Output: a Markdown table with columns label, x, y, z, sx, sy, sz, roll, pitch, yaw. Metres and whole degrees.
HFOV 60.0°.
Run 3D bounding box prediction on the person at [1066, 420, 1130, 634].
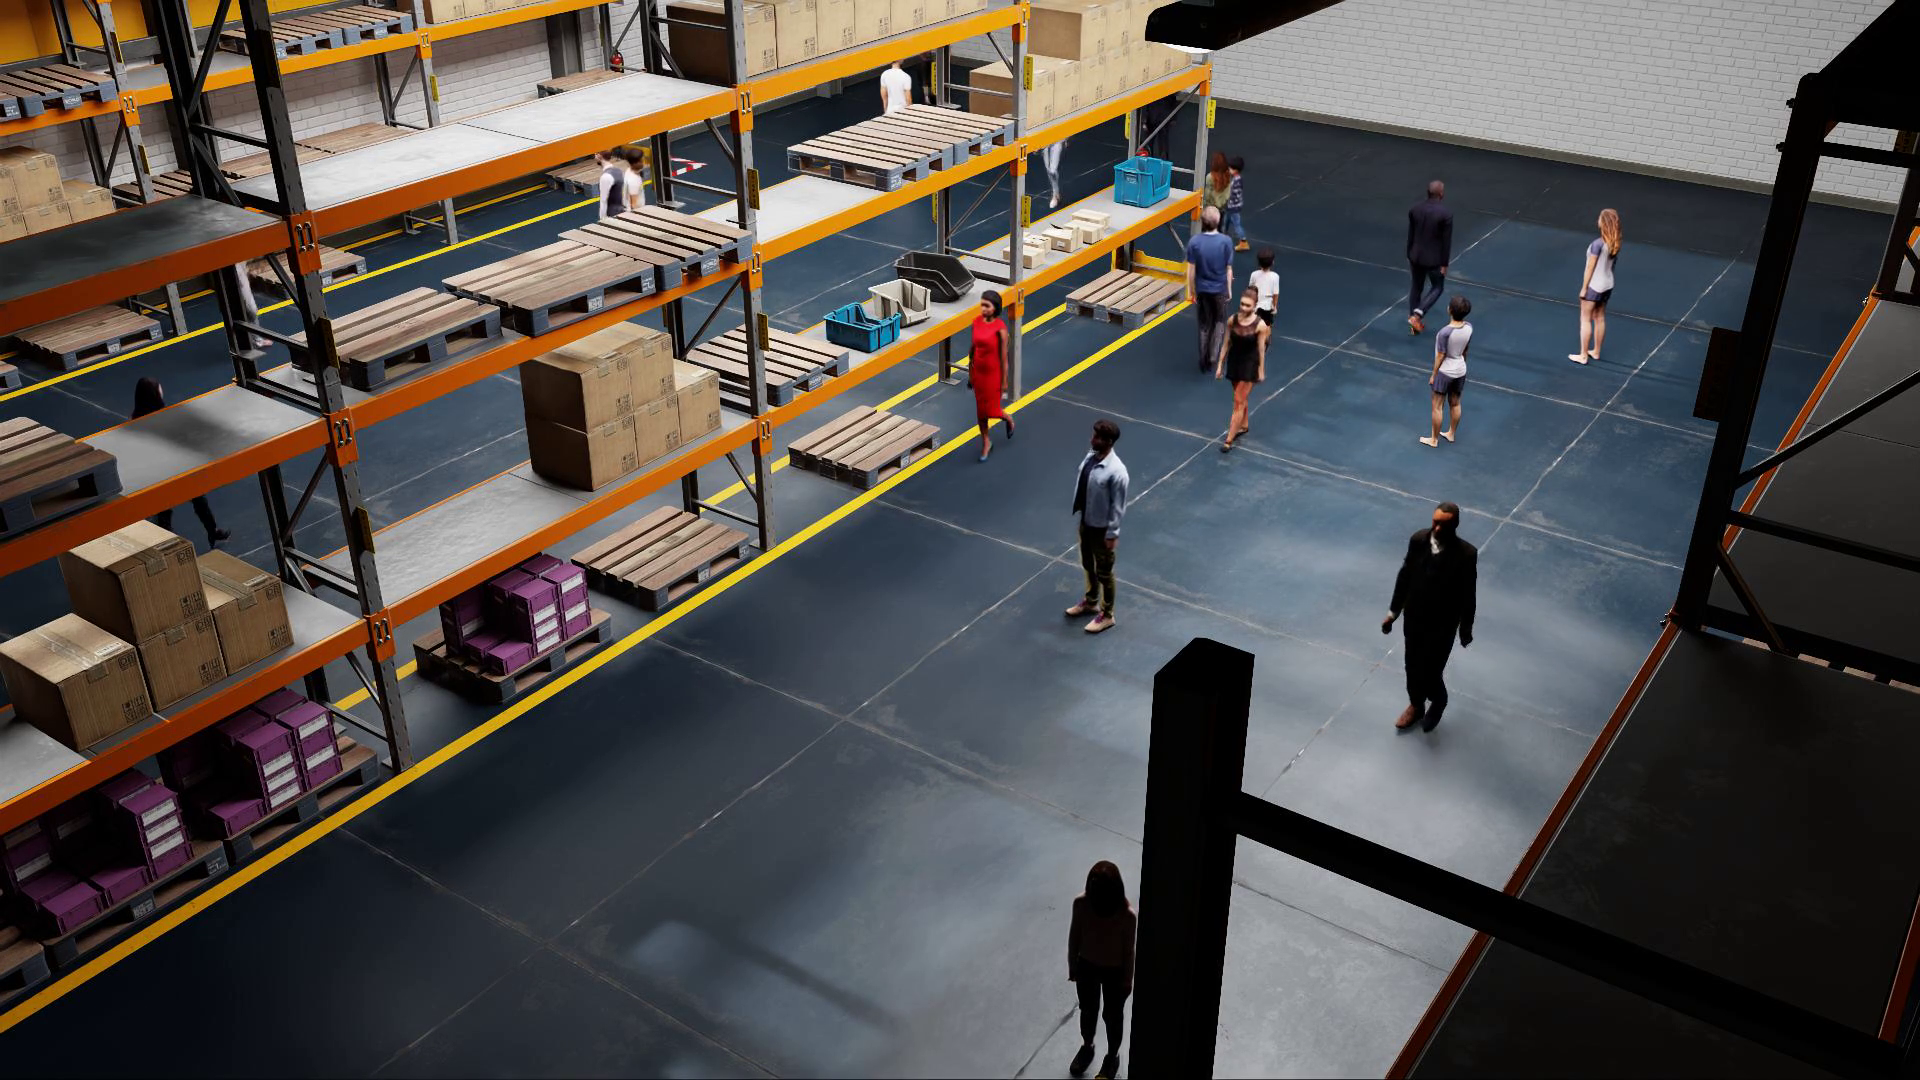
| label | x | y | z | sx | sy | sz | roll | pitch | yaw |
| --- | --- | --- | --- | --- | --- | --- | --- | --- | --- |
| person | 1.121 | -0.130 | 13.339 | 0.747 | 1.812 | 0.757 | -13 | 31 | -22 |

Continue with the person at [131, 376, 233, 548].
| label | x | y | z | sx | sy | sz | roll | pitch | yaw |
| --- | --- | --- | --- | --- | --- | --- | --- | --- | --- |
| person | -6.812 | -0.541 | 14.179 | 0.831 | 1.730 | 0.999 | 5 | 29 | 10 |

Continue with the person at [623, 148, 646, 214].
| label | x | y | z | sx | sy | sz | roll | pitch | yaw |
| --- | --- | --- | --- | --- | --- | --- | --- | --- | --- |
| person | -4.093 | -4.001 | 20.562 | 0.937 | 1.690 | 0.868 | -11 | 31 | -19 |

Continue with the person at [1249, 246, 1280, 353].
| label | x | y | z | sx | sy | sz | roll | pitch | yaw |
| --- | --- | --- | --- | --- | --- | --- | --- | --- | --- |
| person | 3.367 | -2.620 | 18.496 | 0.614 | 1.245 | 0.684 | 3 | 29 | 5 |

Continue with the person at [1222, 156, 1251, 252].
| label | x | y | z | sx | sy | sz | roll | pitch | yaw |
| --- | --- | --- | --- | --- | --- | --- | --- | --- | --- |
| person | 3.622 | -4.377 | 21.731 | 0.622 | 1.232 | 0.783 | 15 | 32 | 25 |

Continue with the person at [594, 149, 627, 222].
| label | x | y | z | sx | sy | sz | roll | pitch | yaw |
| --- | --- | --- | --- | --- | --- | --- | --- | --- | --- |
| person | -4.012 | -3.758 | 19.895 | 1.187 | 1.903 | 1.217 | -4 | 29 | -7 |

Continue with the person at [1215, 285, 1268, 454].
| label | x | y | z | sx | sy | sz | roll | pitch | yaw |
| --- | --- | --- | --- | --- | --- | --- | --- | --- | --- |
| person | 2.848 | -1.733 | 16.446 | 0.621 | 1.652 | 0.938 | 21 | 35 | 33 |

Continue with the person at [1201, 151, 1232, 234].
| label | x | y | z | sx | sy | sz | roll | pitch | yaw |
| --- | --- | --- | --- | --- | --- | --- | --- | --- | --- |
| person | 3.281 | -4.225 | 21.201 | 0.634 | 1.472 | 0.751 | -17 | 33 | -29 |

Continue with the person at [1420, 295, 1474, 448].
| label | x | y | z | sx | sy | sz | roll | pitch | yaw |
| --- | --- | --- | --- | --- | --- | --- | --- | --- | --- |
| person | 4.841 | -1.681 | 16.440 | 0.596 | 1.566 | 0.703 | -14 | 32 | -24 |

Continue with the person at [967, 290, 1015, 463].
| label | x | y | z | sx | sy | sz | roll | pitch | yaw |
| --- | --- | --- | --- | --- | --- | --- | --- | --- | --- |
| person | 0.324 | -1.606 | 16.128 | 0.563 | 1.732 | 0.754 | 19 | 34 | 31 |

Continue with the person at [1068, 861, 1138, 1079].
| label | x | y | z | sx | sy | sz | roll | pitch | yaw |
| --- | --- | --- | --- | --- | --- | --- | --- | --- | --- |
| person | 0.791 | 2.346 | 9.143 | 0.574 | 1.483 | 0.548 | 10 | 30 | 18 |

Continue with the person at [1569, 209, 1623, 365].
| label | x | y | z | sx | sy | sz | roll | pitch | yaw |
| --- | --- | --- | --- | --- | --- | --- | --- | --- | --- |
| person | 7.033 | -2.783 | 18.296 | 0.610 | 1.723 | 0.743 | -17 | 33 | -28 |

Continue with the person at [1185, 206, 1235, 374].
| label | x | y | z | sx | sy | sz | roll | pitch | yaw |
| --- | --- | --- | --- | --- | --- | --- | --- | --- | --- |
| person | 2.679 | -2.637 | 17.894 | 0.793 | 1.851 | 0.834 | 10 | 30 | 18 |

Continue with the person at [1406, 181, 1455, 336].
| label | x | y | z | sx | sy | sz | roll | pitch | yaw |
| --- | --- | --- | --- | --- | --- | --- | --- | --- | --- |
| person | 5.272 | -3.171 | 18.915 | 0.755 | 1.811 | 0.796 | 24 | 36 | 36 |

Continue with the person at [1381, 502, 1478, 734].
| label | x | y | z | sx | sy | sz | roll | pitch | yaw |
| --- | --- | --- | --- | --- | --- | --- | --- | --- | --- |
| person | 3.478 | 0.528 | 12.053 | 0.778 | 1.888 | 0.794 | -22 | 36 | -35 |
